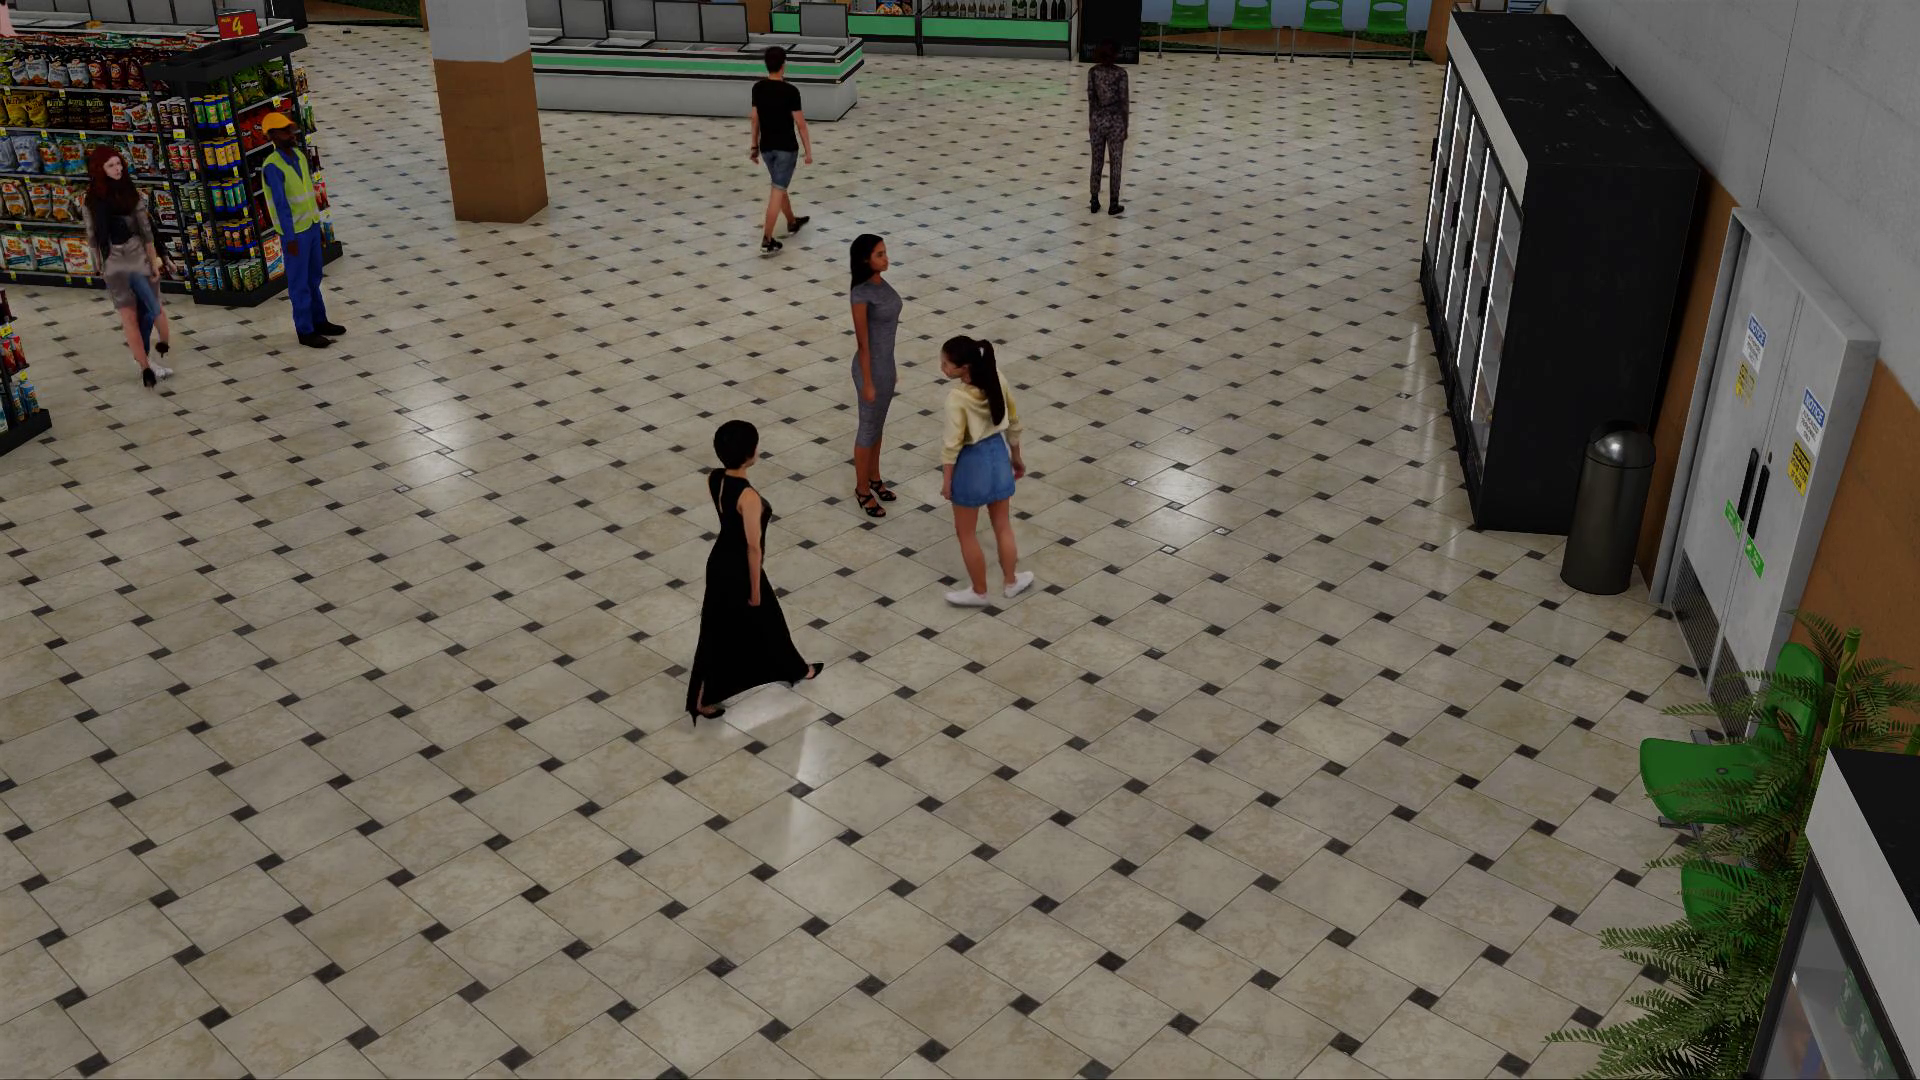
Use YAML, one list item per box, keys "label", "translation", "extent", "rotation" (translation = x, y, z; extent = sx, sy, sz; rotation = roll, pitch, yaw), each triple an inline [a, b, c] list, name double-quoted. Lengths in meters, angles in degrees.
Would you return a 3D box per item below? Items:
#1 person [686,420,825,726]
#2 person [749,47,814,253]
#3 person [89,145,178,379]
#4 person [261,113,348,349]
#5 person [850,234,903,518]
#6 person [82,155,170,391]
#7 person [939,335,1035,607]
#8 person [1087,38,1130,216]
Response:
- label: "person"
  translation: [-1.152, 0.205, 8.115]
  extent: [1.031, 1.555, 1.051]
  rotation: [-24, 35, -38]
- label: "person"
  translation: [-1.706, -3.522, 15.191]
  extent: [1.213, 1.800, 0.994]
  rotation: [13, 30, 24]
- label: "person"
  translation: [-6.201, -2.030, 12.276]
  extent: [0.600, 1.776, 0.595]
  rotation: [5, 27, 9]
- label: "person"
  translation: [-5.188, -2.440, 13.045]
  extent: [0.566, 1.812, 0.653]
  rotation: [4, 27, 8]
- label: "person"
  translation: [-0.541, -1.022, 10.282]
  extent: [0.554, 1.781, 0.611]
  rotation: [8, 28, 16]
- label: "person"
  translation: [-6.080, -1.922, 12.155]
  extent: [1.046, 1.693, 1.030]
  rotation: [-13, 30, -23]
- label: "person"
  translation: [0.176, -0.389, 9.227]
  extent: [0.811, 1.607, 0.825]
  rotation: [-15, 30, -26]
- label: "person"
  translation: [1.448, -4.076, 16.380]
  extent: [0.590, 1.713, 0.700]
  rotation: [12, 29, 23]
